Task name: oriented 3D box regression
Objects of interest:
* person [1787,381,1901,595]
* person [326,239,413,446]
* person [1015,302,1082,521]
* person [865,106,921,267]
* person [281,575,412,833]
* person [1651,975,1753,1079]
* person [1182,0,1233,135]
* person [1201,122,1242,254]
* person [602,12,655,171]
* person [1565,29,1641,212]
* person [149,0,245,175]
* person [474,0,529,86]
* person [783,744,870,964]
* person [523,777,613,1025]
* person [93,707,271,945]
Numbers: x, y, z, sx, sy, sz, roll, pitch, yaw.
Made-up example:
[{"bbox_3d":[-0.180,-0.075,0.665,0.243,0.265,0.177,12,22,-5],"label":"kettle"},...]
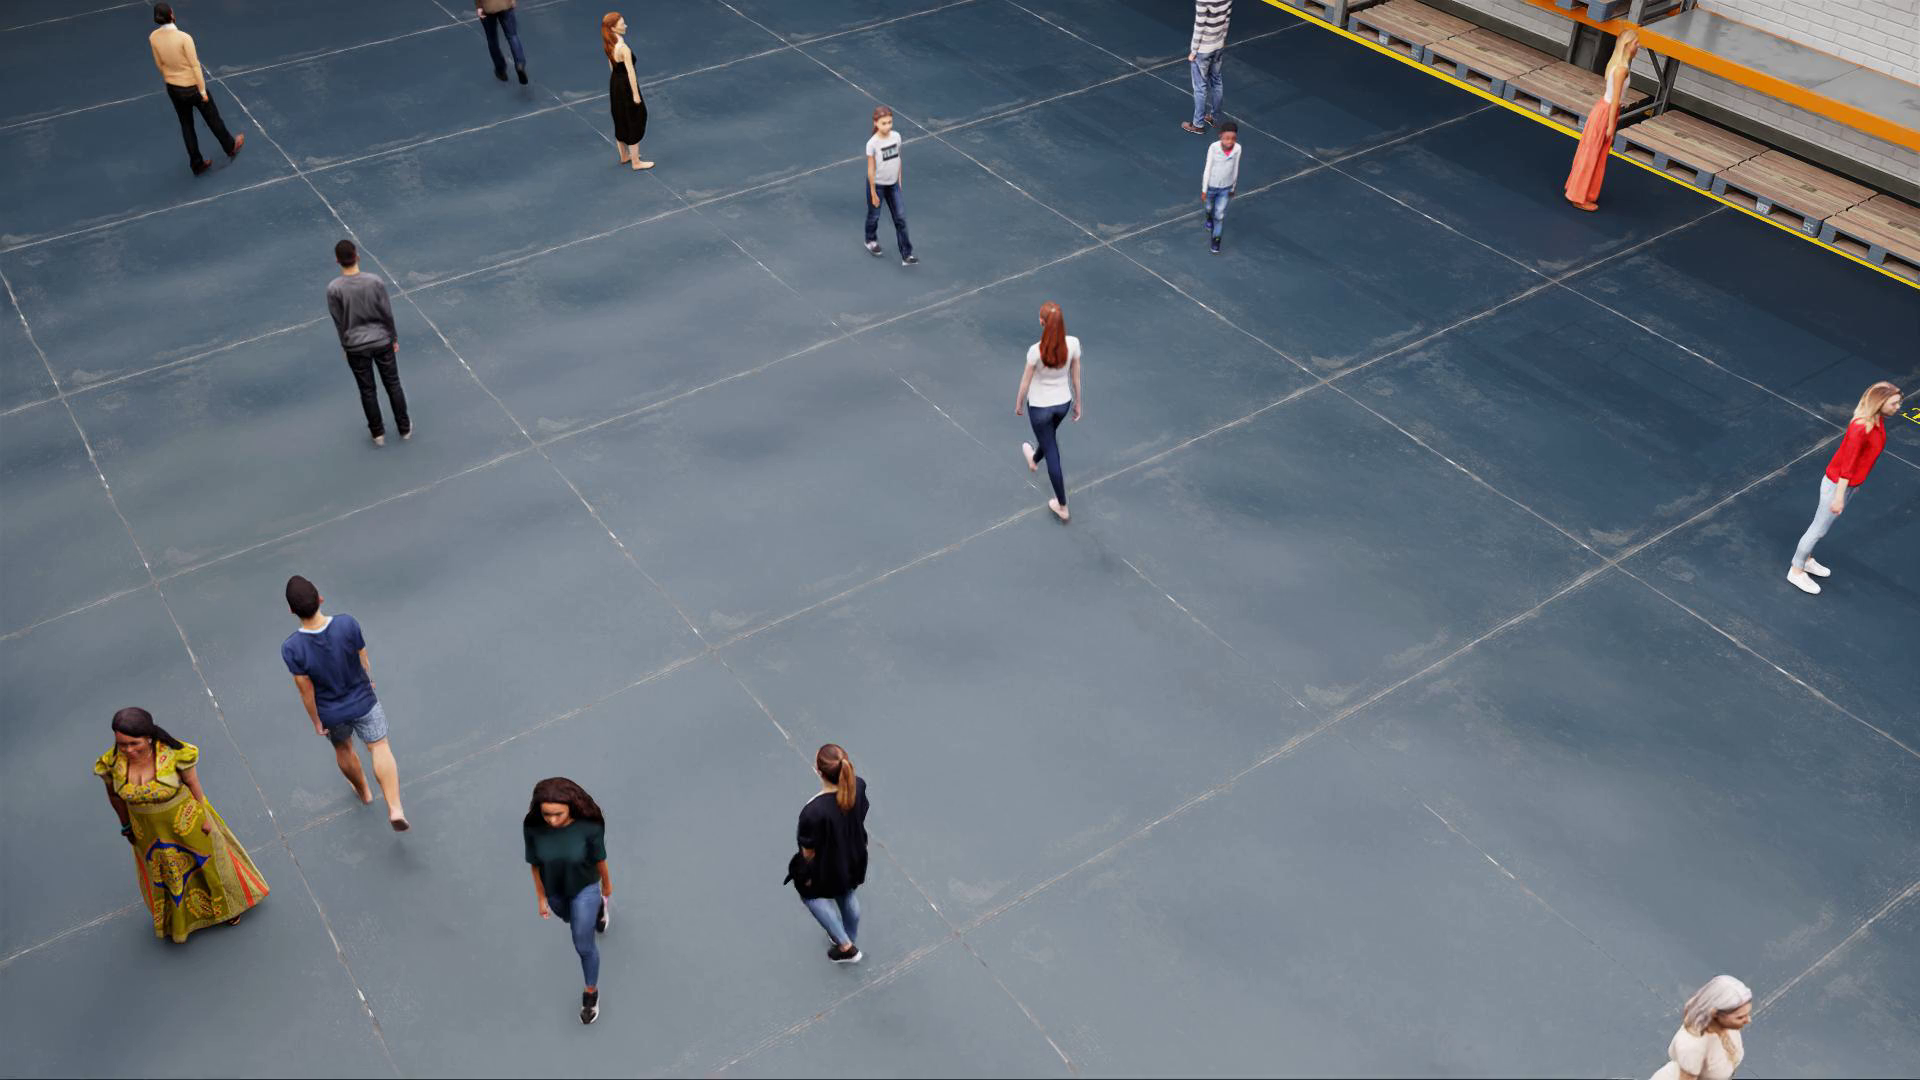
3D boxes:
[{"bbox_3d":[6.226,-0.398,11.730,0.594,1.704,0.665,28,46,30],"label":"person"},{"bbox_3d":[-4.674,-1.552,13.129,0.642,1.761,0.581,-17,42,-20],"label":"person"},{"bbox_3d":[0.706,-0.923,12.402,0.778,1.686,1.193,-14,41,-17],"label":"person"},{"bbox_3d":[-0.758,-3.342,15.563,0.581,1.520,1.024,-22,44,-25],"label":"person"},{"bbox_3d":[-3.618,1.011,9.870,0.668,1.823,1.038,-20,43,-24],"label":"person"},{"bbox_3d":[3.332,2.630,7.935,1.163,1.708,0.744,30,48,32],"label":"person"},{"bbox_3d":[2.647,-5.262,17.702,0.656,1.852,0.523,-26,45,-29],"label":"person"},{"bbox_3d":[2.480,-3.428,15.895,0.813,1.241,0.881,7,39,8],"label":"person"},{"bbox_3d":[-3.459,-4.612,17.070,0.624,1.626,0.499,-26,45,-29],"label":"person"},{"bbox_3d":[6.338,-4.138,16.335,0.763,1.801,0.731,12,40,15],"label":"person"},{"bbox_3d":[-7.908,-4.560,16.919,1.029,1.731,1.092,7,39,8],"label":"person"},{"bbox_3d":[-5.157,-5.970,18.573,0.698,1.871,1.019,-21,43,-24],"label":"person"},{"bbox_3d":[-0.625,1.776,9.029,0.691,1.678,0.722,-31,48,-33],"label":"person"},{"bbox_3d":[-2.103,1.822,9.041,0.984,1.590,1.093,3,39,4],"label":"person"},{"bbox_3d":[-4.431,1.559,9.314,0.949,1.661,0.907,-11,40,-13],"label":"person"}]
